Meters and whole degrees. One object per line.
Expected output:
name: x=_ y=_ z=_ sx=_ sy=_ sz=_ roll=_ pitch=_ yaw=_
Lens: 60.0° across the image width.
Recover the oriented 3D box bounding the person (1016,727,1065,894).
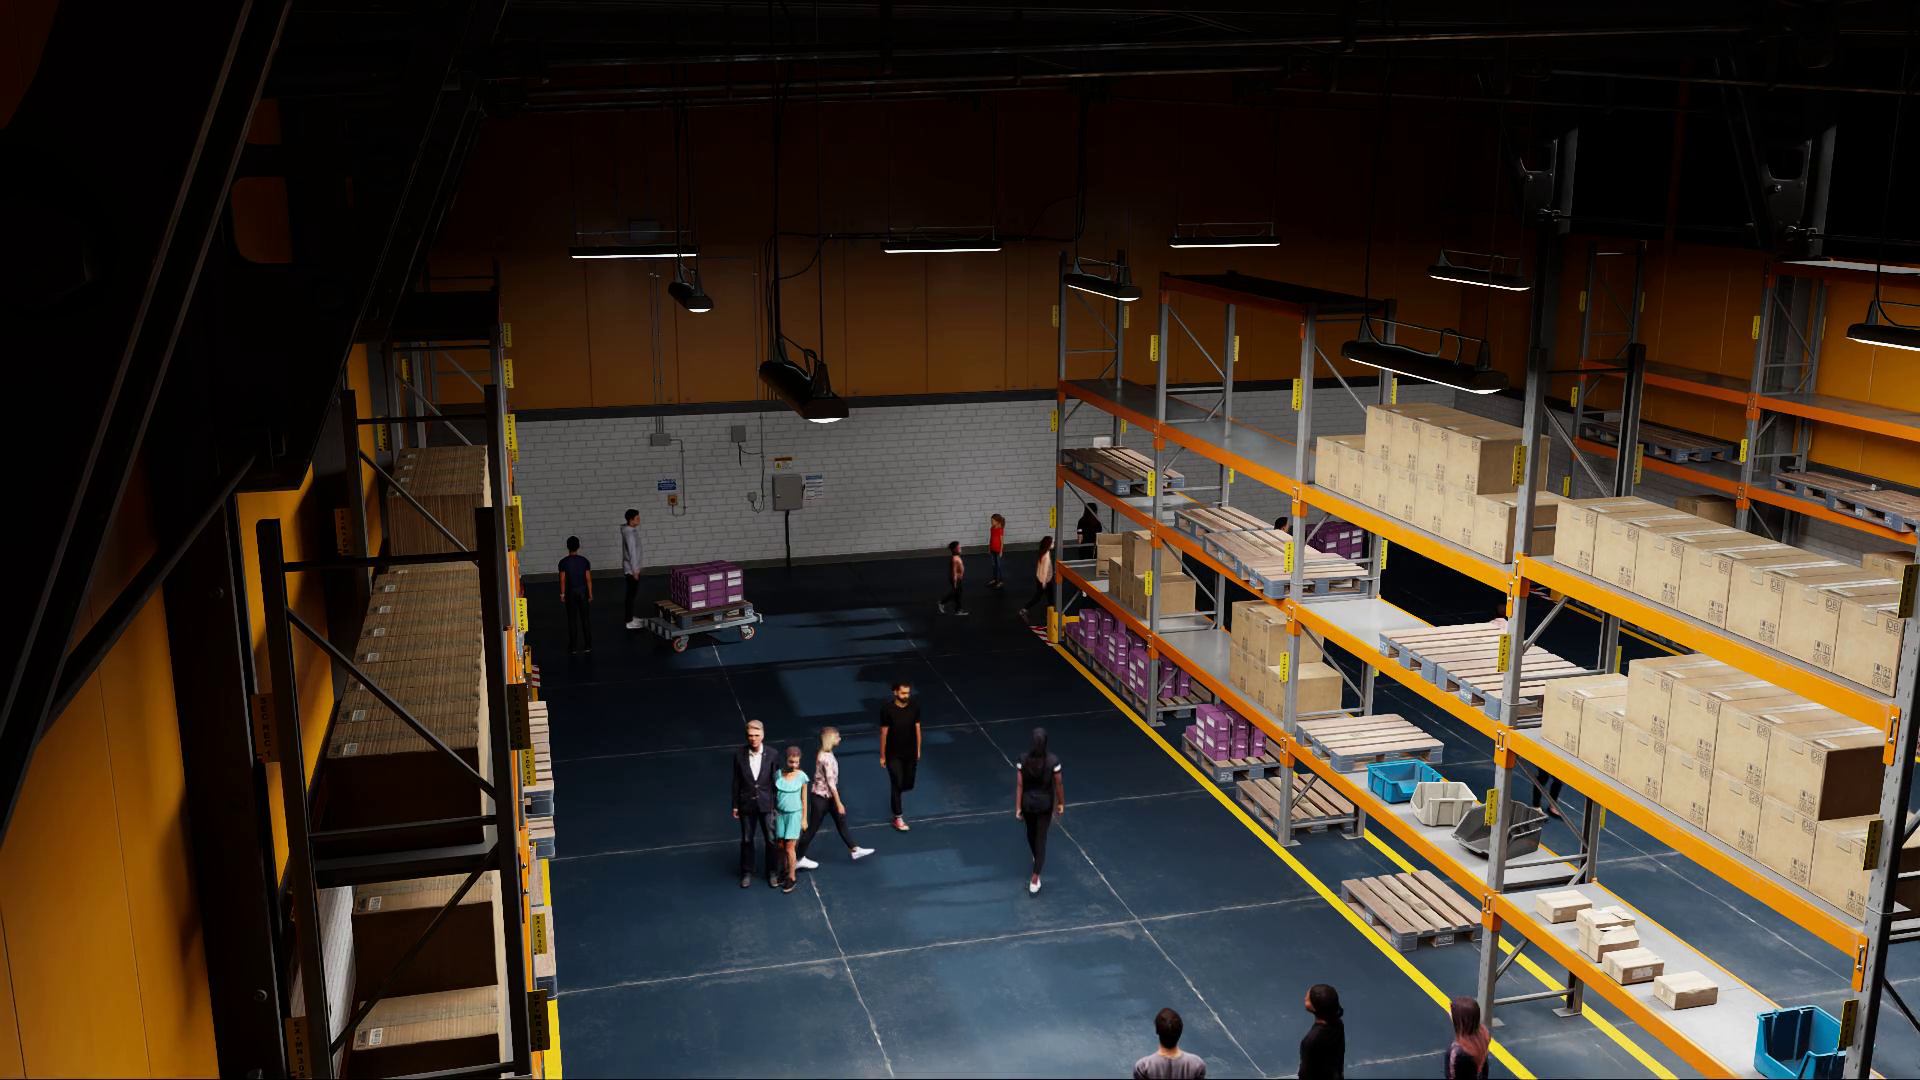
person: x=0.804 y=2.815 z=17.222 sx=0.953 sy=1.681 sz=1.252 roll=2 pitch=14 yaw=9

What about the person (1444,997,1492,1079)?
person: x=3.739 y=4.089 z=12.151 sx=0.790 sy=1.590 sz=0.850 roll=-11 pitch=18 yaw=-39

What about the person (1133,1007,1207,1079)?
person: x=1.430 y=4.117 z=11.489 sx=0.692 sy=1.848 sz=0.577 roll=-2 pitch=14 yaw=-7

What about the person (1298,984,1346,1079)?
person: x=2.711 y=4.060 z=12.151 sx=1.158 sy=1.647 sz=0.971 roll=12 pitch=18 yaw=40

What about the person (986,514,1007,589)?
person: x=0.652 y=0.171 z=28.928 sx=0.607 sy=1.310 sz=0.511 roll=-10 pitch=17 yaw=-35

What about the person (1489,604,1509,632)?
person: x=7.546 y=1.531 z=23.319 sx=0.563 sy=1.306 sz=0.608 roll=6 pitch=15 yaw=22

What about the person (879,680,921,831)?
person: x=-0.707 y=2.390 z=18.863 sx=0.766 sy=1.735 sz=0.982 roll=-5 pitch=14 yaw=-20

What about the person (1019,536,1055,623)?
person: x=1.291 y=0.651 z=26.637 sx=0.660 sy=1.456 sz=0.886 roll=-3 pitch=14 yaw=-14

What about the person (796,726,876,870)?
person: x=-1.532 y=2.758 z=17.650 sx=0.832 sy=1.590 sz=1.095 roll=-2 pitch=14 yaw=-6

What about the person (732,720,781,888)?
person: x=-2.104 y=2.722 z=17.327 sx=0.728 sy=1.811 sz=0.671 roll=0 pitch=14 yaw=-1

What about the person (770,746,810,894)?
person: x=-1.759 y=2.864 z=17.331 sx=0.694 sy=1.535 sz=0.752 roll=6 pitch=15 yaw=22

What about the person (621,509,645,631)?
person: x=-5.230 y=0.446 z=26.492 sx=0.746 sy=1.923 sz=0.513 roll=-2 pitch=14 yaw=-10

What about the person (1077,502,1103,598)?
person: x=2.210 y=0.157 z=28.291 sx=0.713 sy=1.637 sz=0.765 roll=7 pitch=15 yaw=26

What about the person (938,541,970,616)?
person: x=-0.125 y=0.633 z=27.155 sx=0.752 sy=1.247 sz=0.764 roll=2 pitch=14 yaw=8

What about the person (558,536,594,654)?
person: x=-5.817 y=0.820 z=25.222 sx=0.650 sy=1.793 sz=0.520 roll=-4 pitch=14 yaw=-16
